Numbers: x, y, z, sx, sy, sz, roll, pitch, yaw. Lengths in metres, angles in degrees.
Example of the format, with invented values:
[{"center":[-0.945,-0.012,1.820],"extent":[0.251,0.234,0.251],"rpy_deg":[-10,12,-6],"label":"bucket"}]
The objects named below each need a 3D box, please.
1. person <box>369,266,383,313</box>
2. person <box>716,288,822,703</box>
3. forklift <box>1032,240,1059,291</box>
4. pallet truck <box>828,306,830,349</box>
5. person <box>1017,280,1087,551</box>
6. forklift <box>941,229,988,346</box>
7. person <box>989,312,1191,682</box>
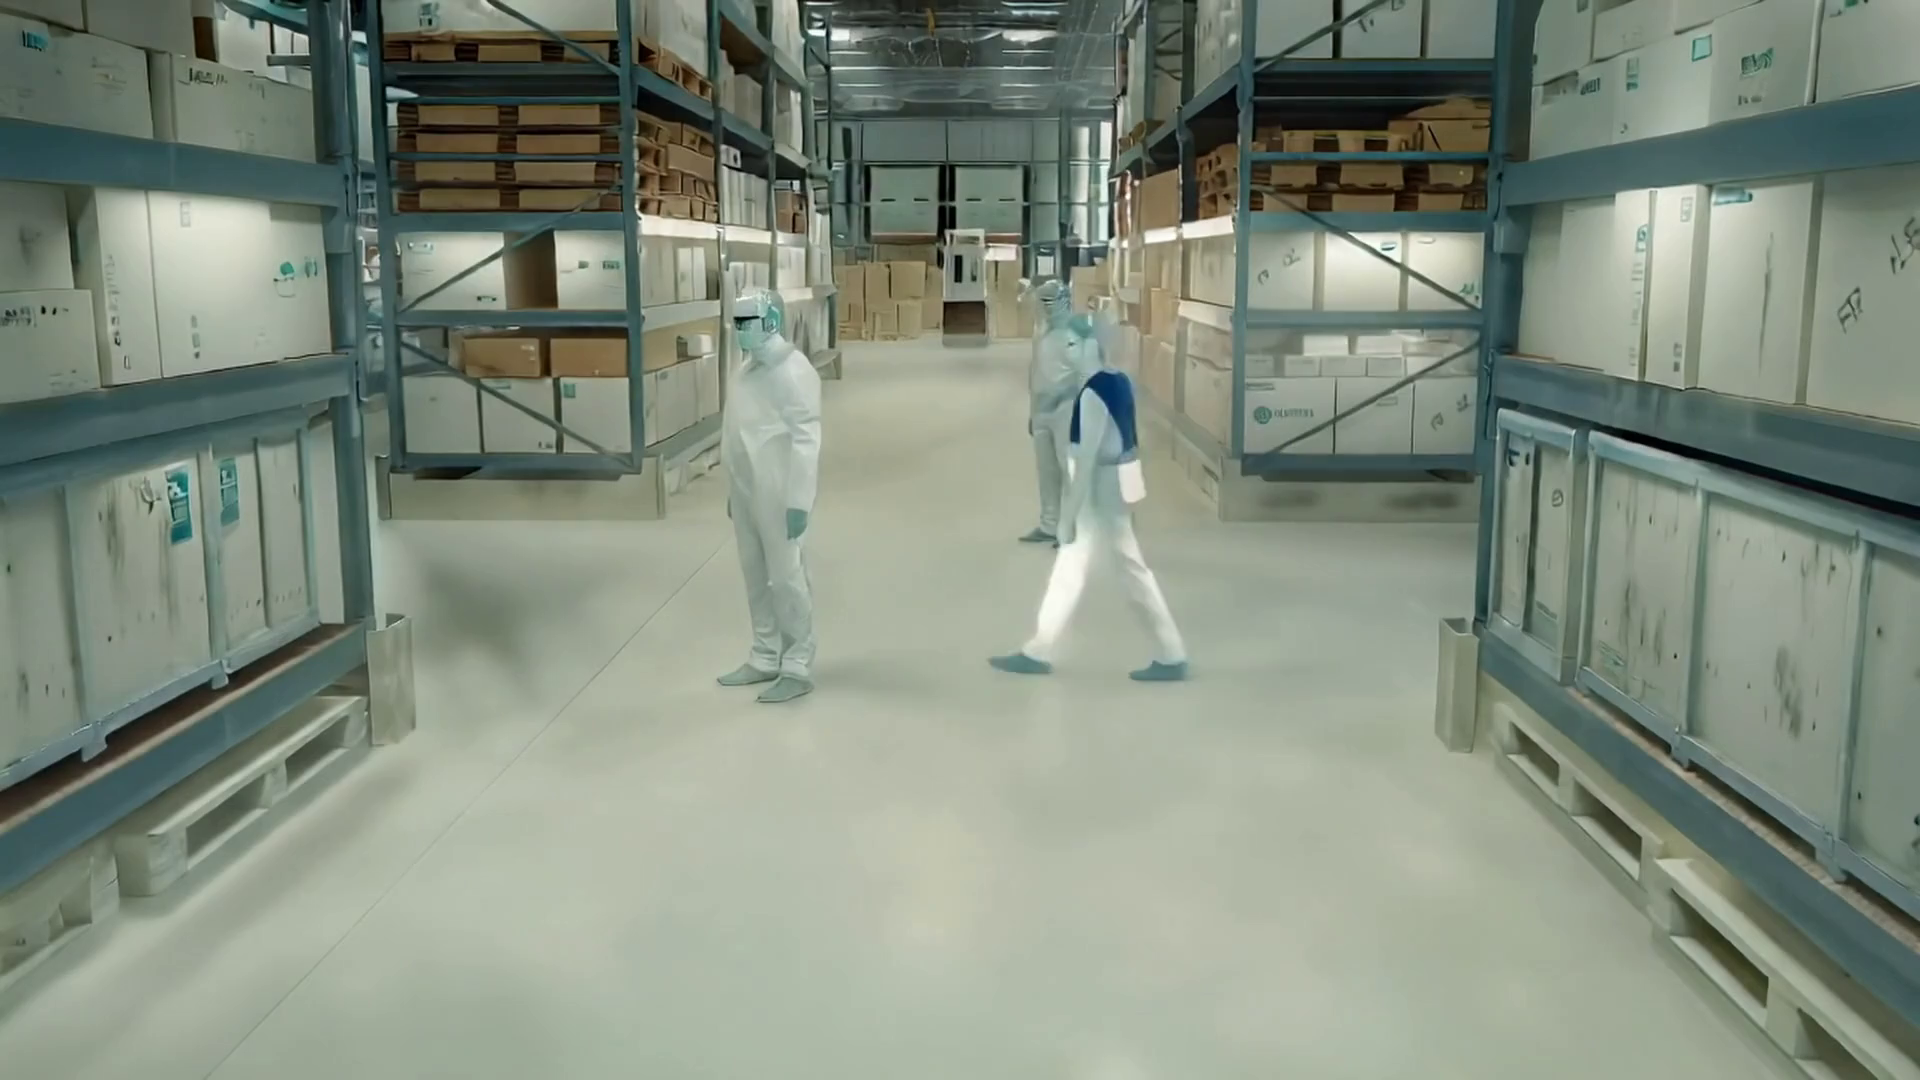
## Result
[{"center":[-23.467,-10.074,66.904],"extent":[0.964,1.886,0.598],"rpy_deg":[3,10,16],"label":"person"},{"center":[-0.911,-0.208,7.718],"extent":[0.406,1.906,0.654],"rpy_deg":[-7,12,-36],"label":"person"},{"center":[3.172,-9.648,61.356],"extent":[1.129,2.768,1.873],"rpy_deg":[0,9,1],"label":"forklift"},{"center":[-3.100,-3.940,29.800],"extent":[1.885,1.965,0.823],"rpy_deg":[3,10,19],"label":"pallet truck"},{"center":[0.681,-0.882,11.775],"extent":[0.409,1.903,0.639],"rpy_deg":[-7,11,-34],"label":"person"},{"center":[0.124,-6.117,40.203],"extent":[1.129,2.768,1.873],"rpy_deg":[0,9,1],"label":"forklift"},{"center":[0.666,-0.192,7.997],"extent":[1.004,1.790,0.582],"rpy_deg":[1,10,7],"label":"person"}]
